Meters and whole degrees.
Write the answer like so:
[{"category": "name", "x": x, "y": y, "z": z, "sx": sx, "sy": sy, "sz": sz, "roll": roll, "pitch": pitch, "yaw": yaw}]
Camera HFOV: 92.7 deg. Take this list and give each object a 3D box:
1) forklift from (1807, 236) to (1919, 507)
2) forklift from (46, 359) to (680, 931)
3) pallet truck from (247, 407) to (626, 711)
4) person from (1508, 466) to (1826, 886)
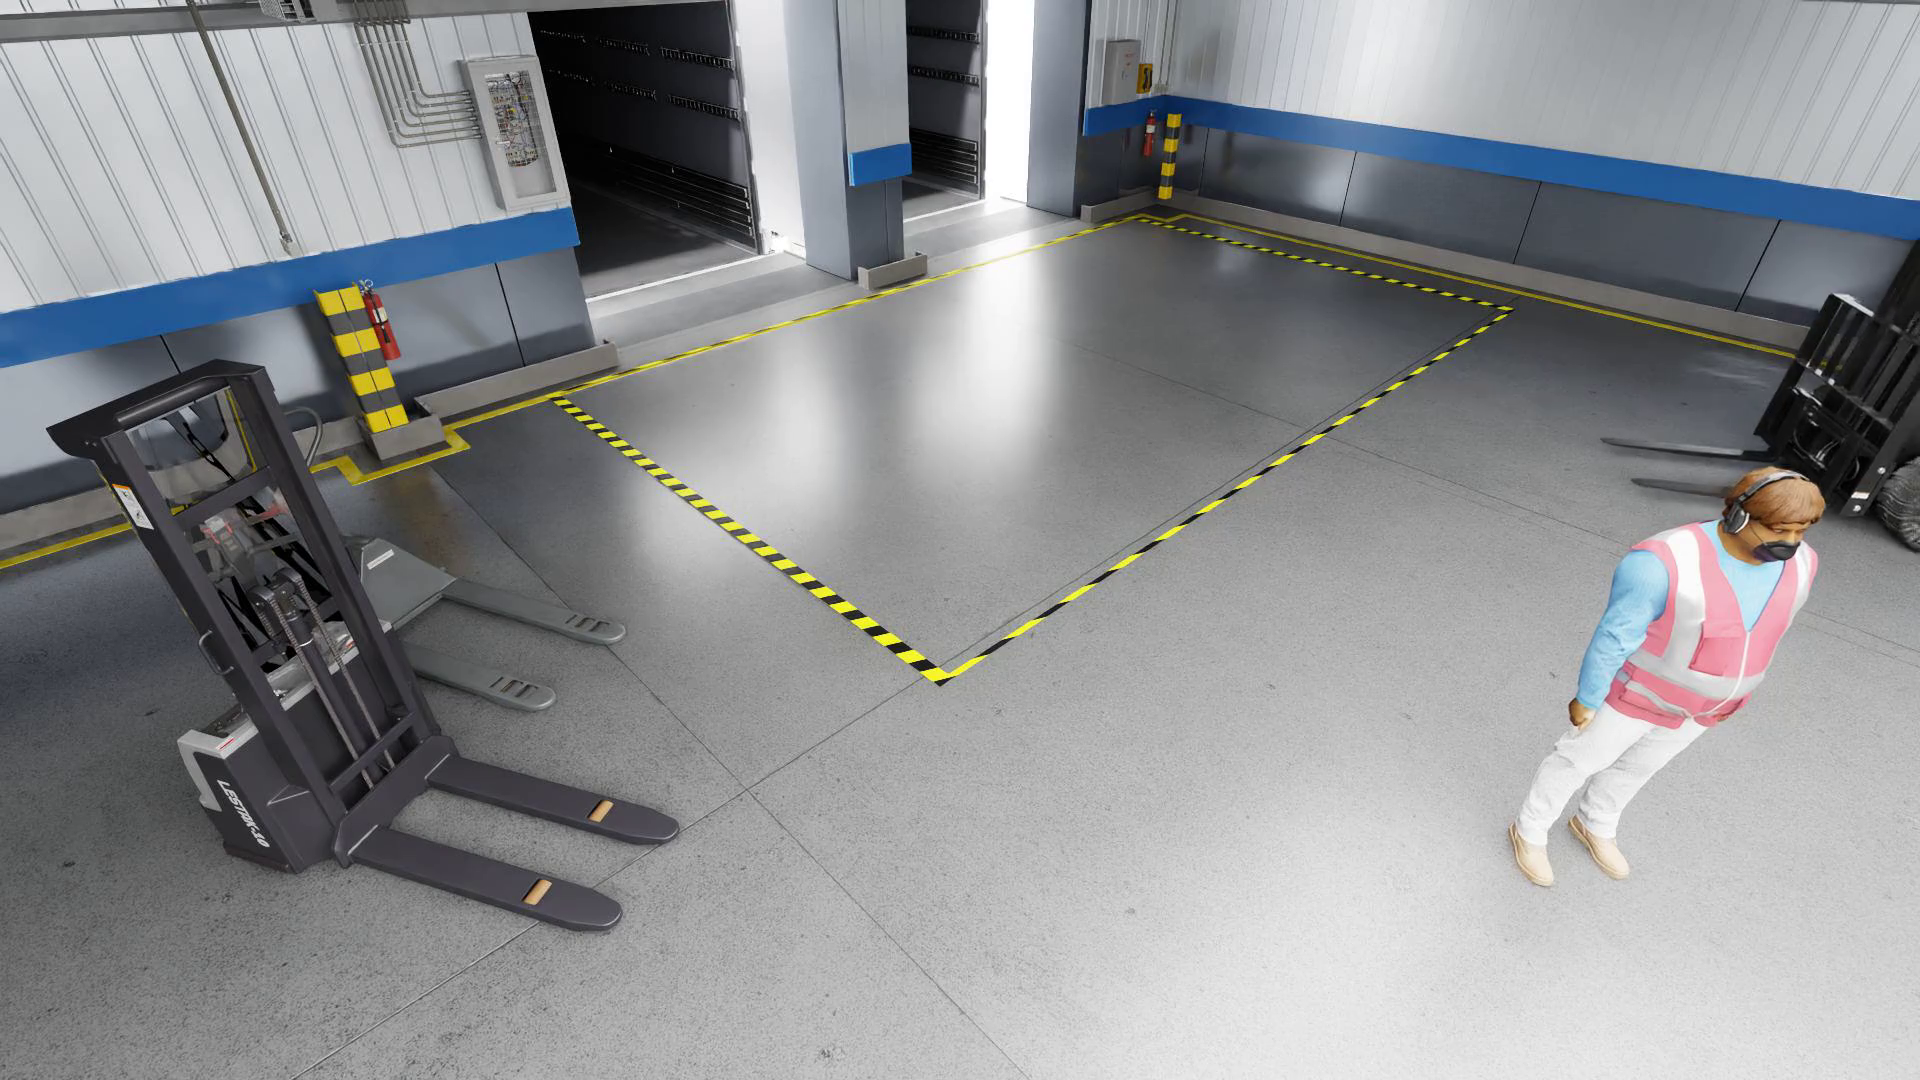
[{"category": "forklift", "x": 6.834, "y": -1.106, "z": 5.285, "sx": 2.680, "sy": 2.036, "sz": 1.157, "roll": 7, "pitch": 35, "yaw": 10}, {"category": "forklift", "x": -2.135, "y": 0.422, "z": 3.354, "sx": 1.885, "sy": 1.965, "sz": 0.823, "roll": 10, "pitch": 35, "yaw": 14}, {"category": "pallet truck", "x": -2.628, "y": 0.038, "z": 4.590, "sx": 1.601, "sy": 1.201, "sz": 0.680, "roll": 12, "pitch": 36, "yaw": 18}, {"category": "person", "x": 2.522, "y": 0.553, "z": 3.298, "sx": 0.633, "sy": 1.841, "sz": 0.429, "roll": -3, "pitch": 34, "yaw": -4}]
